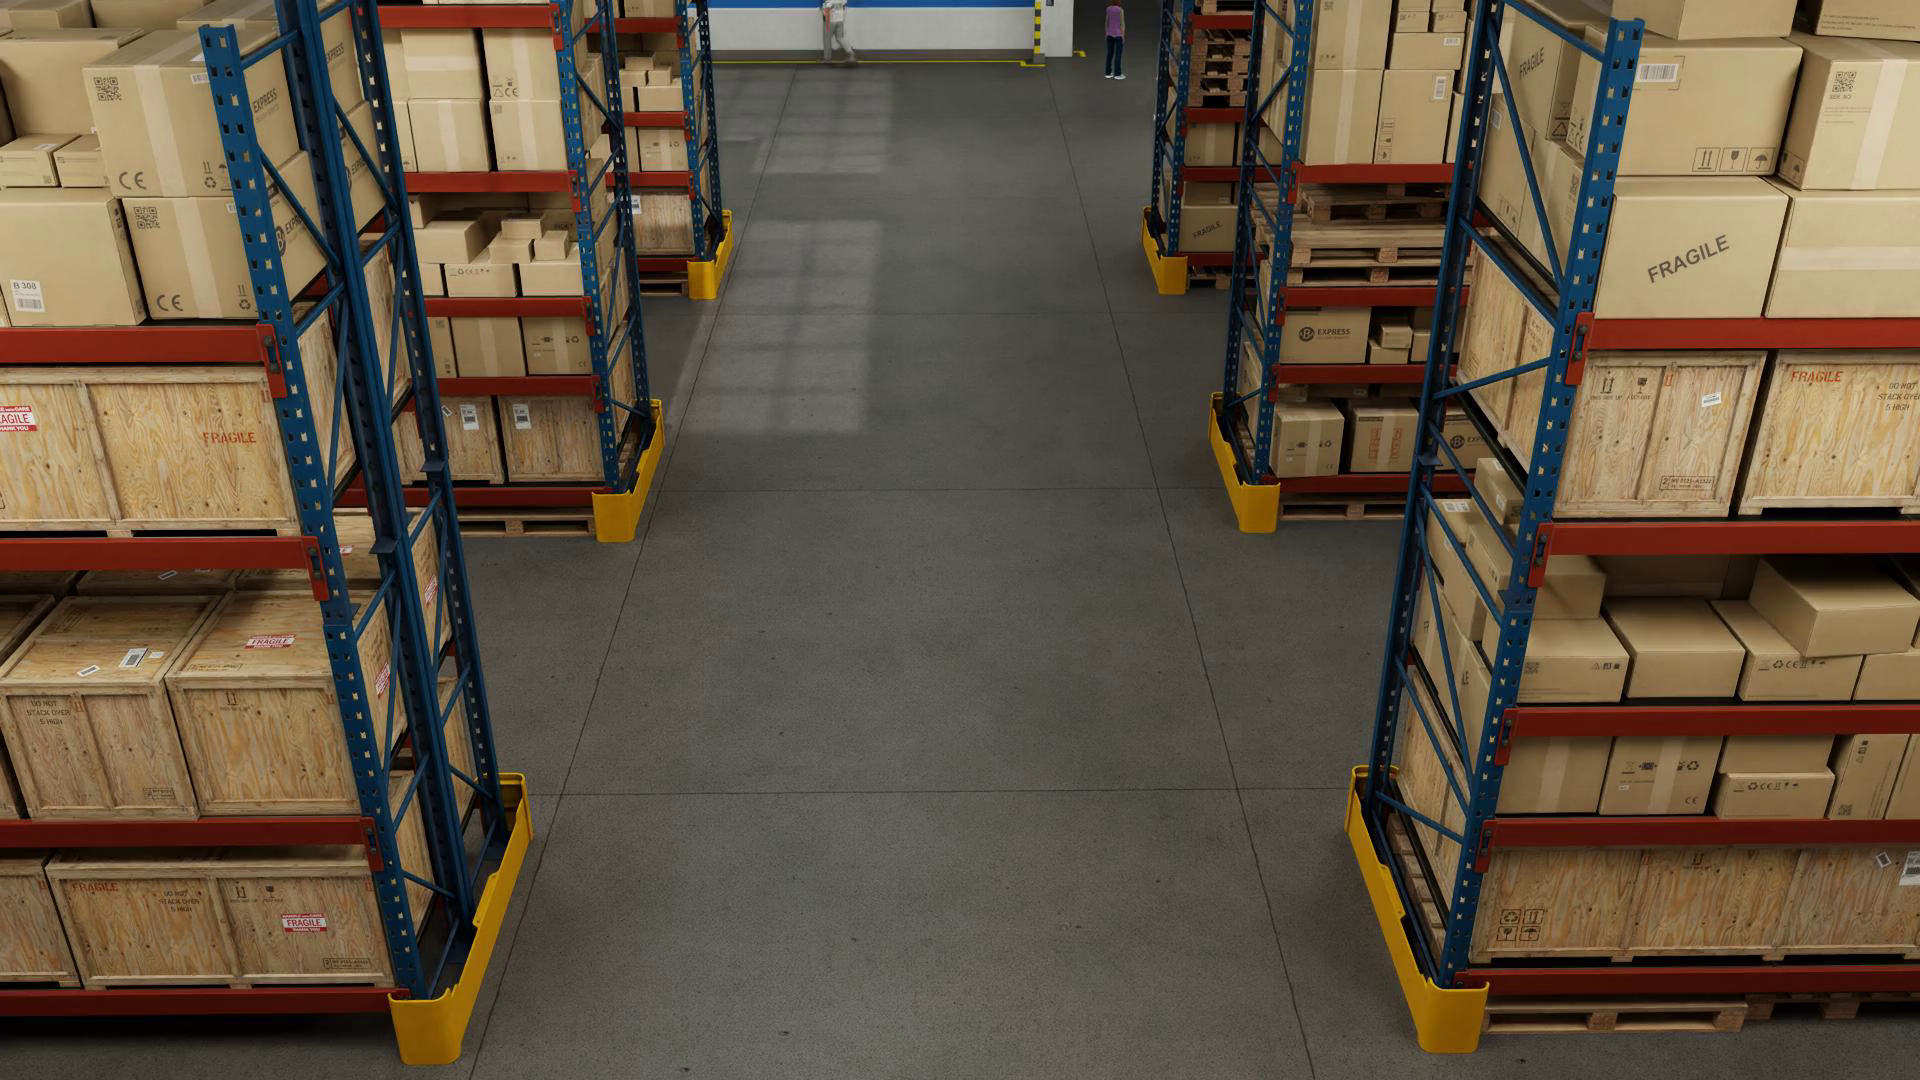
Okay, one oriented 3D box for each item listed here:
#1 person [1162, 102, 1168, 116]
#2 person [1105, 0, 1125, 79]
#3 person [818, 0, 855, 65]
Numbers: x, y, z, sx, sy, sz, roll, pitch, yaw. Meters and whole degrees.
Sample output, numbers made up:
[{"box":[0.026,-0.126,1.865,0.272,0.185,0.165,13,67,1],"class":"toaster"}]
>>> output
[{"box":[4.024,-8.116,29.142,1.002,1.626,0.403,9,30,17],"class":"person"},{"box":[3.014,-9.776,32.265,0.408,1.604,0.311,17,33,28],"class":"person"},{"box":[-2.531,-10.408,33.268,0.544,1.759,0.897,-24,36,-37],"class":"person"}]
